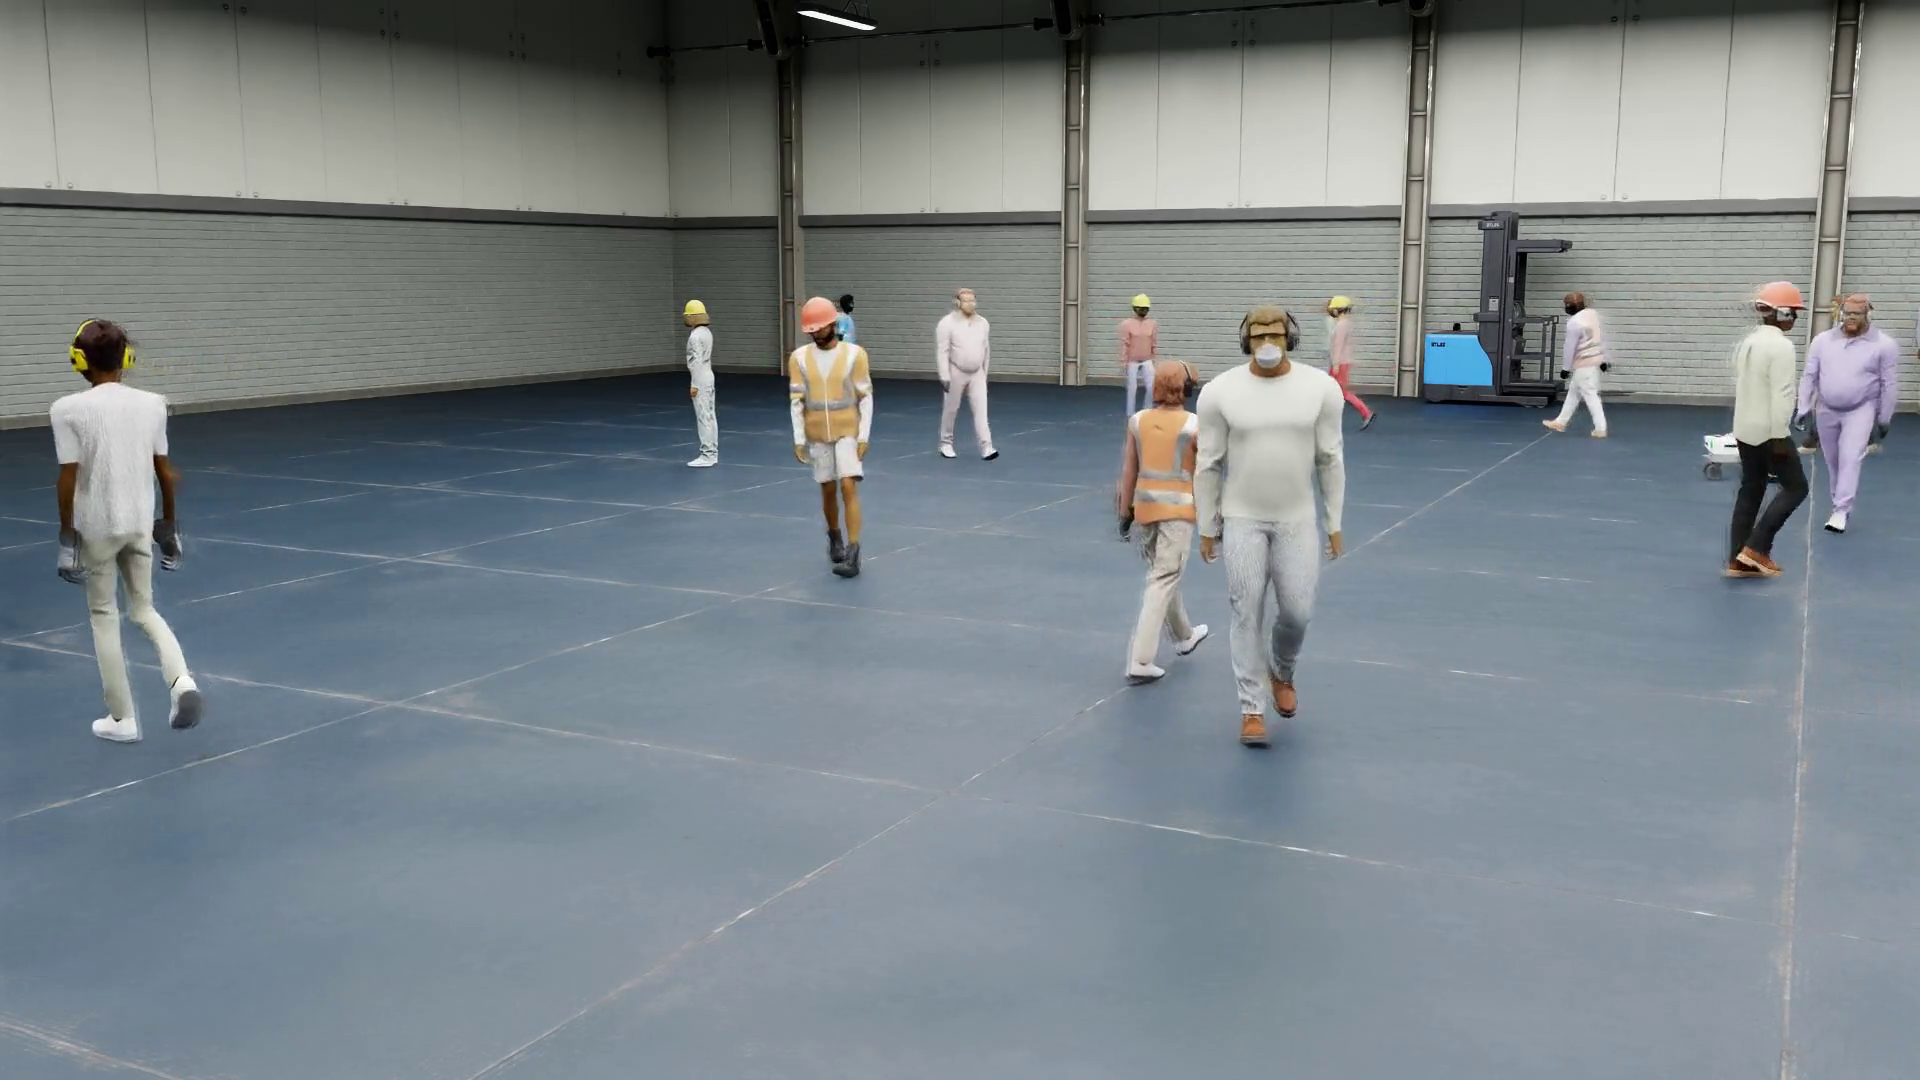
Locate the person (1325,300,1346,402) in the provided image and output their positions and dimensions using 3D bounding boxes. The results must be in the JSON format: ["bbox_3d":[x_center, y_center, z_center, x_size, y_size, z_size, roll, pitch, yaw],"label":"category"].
[{"bbox_3d":[5.817,-2.978,26.077,0.535,1.615,0.509,3,10,16],"label":"person"}]

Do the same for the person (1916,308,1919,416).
[{"bbox_3d":[13.836,-2.722,23.489,0.387,1.948,0.601,-8,12,-42],"label":"person"}]

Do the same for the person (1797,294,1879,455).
[{"bbox_3d":[9.829,-1.819,18.503,0.908,1.823,0.540,2,9,13],"label":"person"}]

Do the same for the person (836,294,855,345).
[{"bbox_3d":[-1.760,-2.968,25.841,0.411,1.682,0.539,1,9,4],"label":"person"}]

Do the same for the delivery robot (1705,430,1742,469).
[{"bbox_3d":[7.759,-0.910,16.445,0.707,0.478,0.477,3,10,16],"label":"delivery robot"}]

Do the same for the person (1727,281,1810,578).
[{"bbox_3d":[5.380,-0.719,11.047,0.462,1.972,0.643,0,9,-1],"label":"person"}]

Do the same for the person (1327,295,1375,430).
[{"bbox_3d":[4.909,-2.255,21.236,0.757,1.737,0.530,2,9,14],"label":"person"}]

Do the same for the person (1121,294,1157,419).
[{"bbox_3d":[2.305,-2.275,21.367,0.533,1.751,0.509,-3,10,-15],"label":"person"}]

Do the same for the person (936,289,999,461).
[{"bbox_3d":[0.062,-1.794,18.065,0.670,1.851,1.013,-4,10,-25],"label":"person"}]

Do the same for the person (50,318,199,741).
[{"bbox_3d":[-3.618,-0.026,7.177,0.570,1.854,0.514,6,11,35],"label":"person"}]

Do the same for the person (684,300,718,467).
[{"bbox_3d":[-2.745,-1.649,17.509,0.319,1.740,0.488,1,9,8],"label":"person"}]

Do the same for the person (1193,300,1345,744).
[{"bbox_3d":[1.341,-0.079,7.282,0.656,1.923,0.507,1,9,8],"label":"person"}]

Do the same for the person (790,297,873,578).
[{"bbox_3d":[-0.869,-0.730,11.452,0.564,1.878,0.840,2,9,10],"label":"person"}]

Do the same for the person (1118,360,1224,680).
[{"bbox_3d":[1.107,-0.113,8.482,0.543,1.591,0.861,9,13,43],"label":"person"}]

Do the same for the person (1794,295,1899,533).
[{"bbox_3d":[7.053,-1.013,13.254,0.986,1.859,0.646,-9,13,-43],"label":"person"}]

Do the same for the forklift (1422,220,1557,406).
[{"bbox_3d":[8.245,-3.527,25.720,1.873,2.768,1.129,5,10,27],"label":"forklift"}]

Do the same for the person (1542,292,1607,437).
[{"bbox_3d":[7.713,-2.178,20.680,0.814,1.780,0.667,7,12,38],"label":"person"}]
